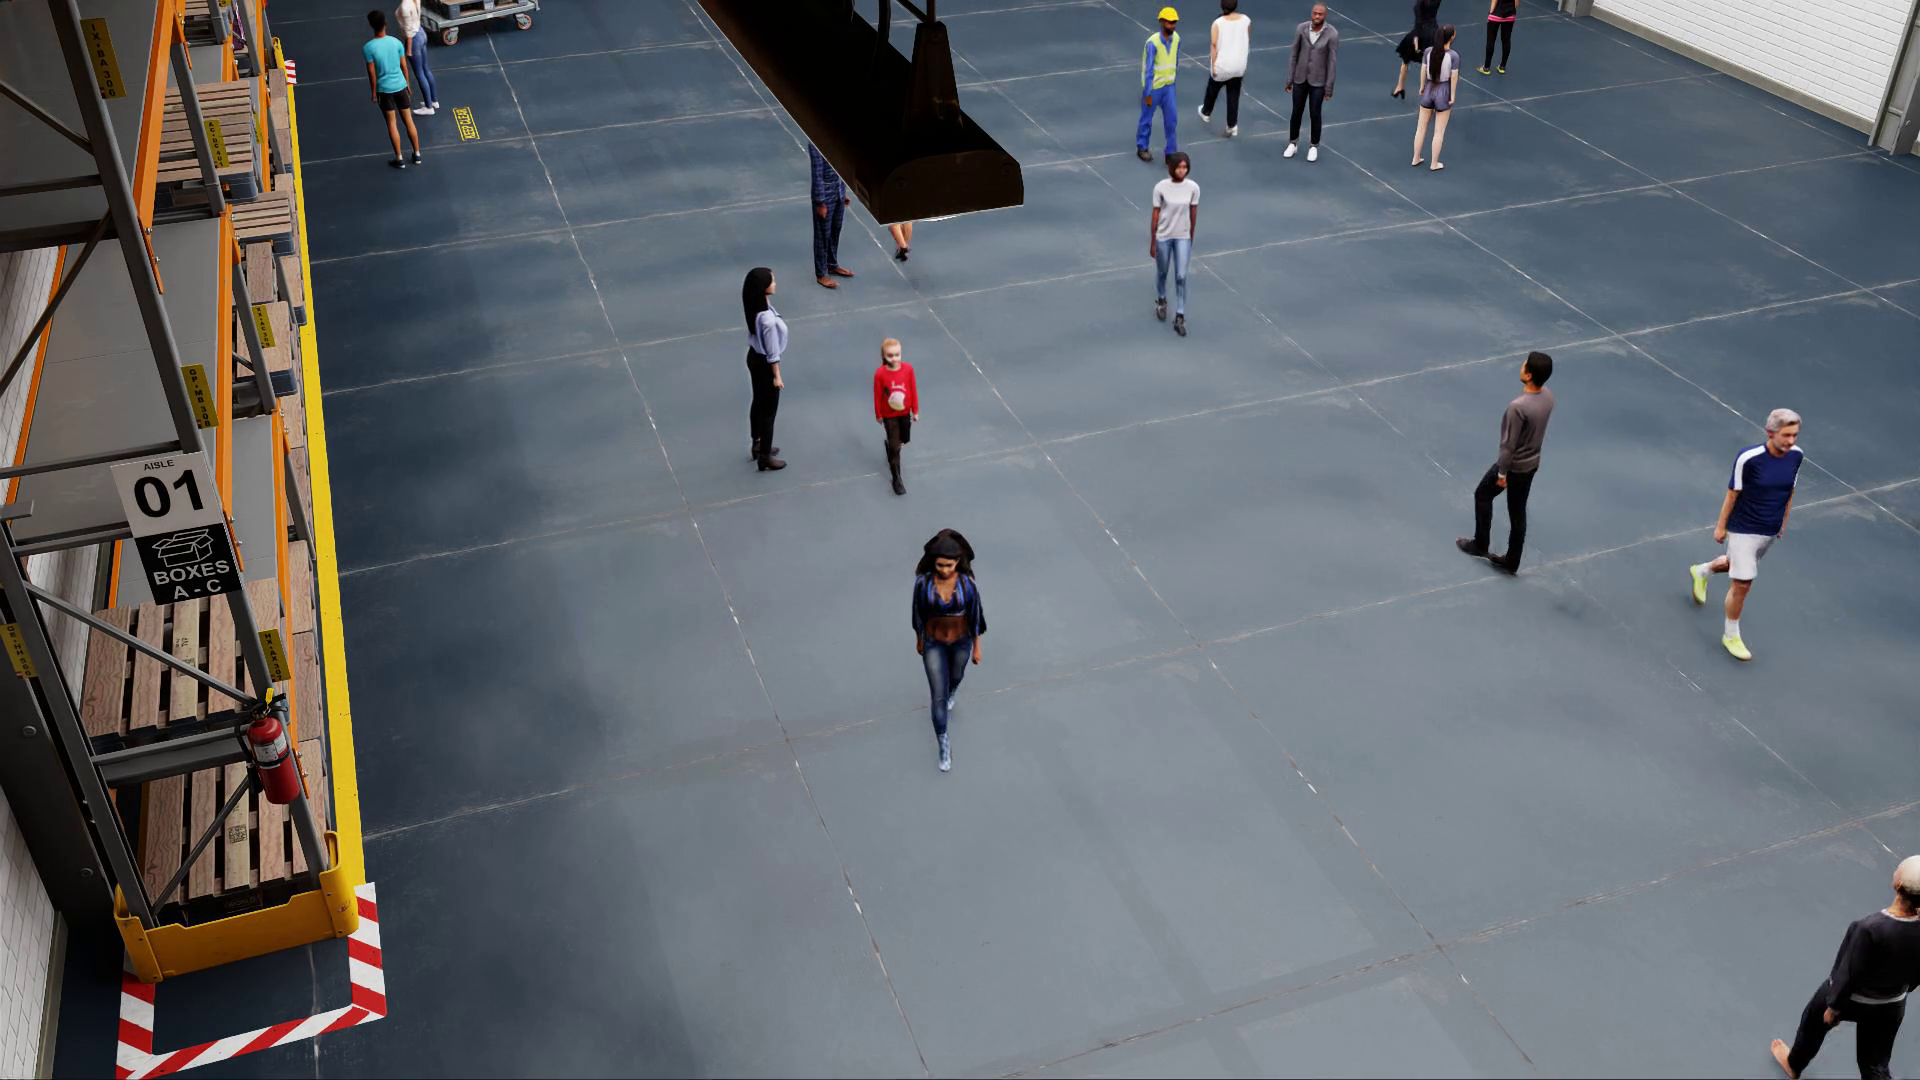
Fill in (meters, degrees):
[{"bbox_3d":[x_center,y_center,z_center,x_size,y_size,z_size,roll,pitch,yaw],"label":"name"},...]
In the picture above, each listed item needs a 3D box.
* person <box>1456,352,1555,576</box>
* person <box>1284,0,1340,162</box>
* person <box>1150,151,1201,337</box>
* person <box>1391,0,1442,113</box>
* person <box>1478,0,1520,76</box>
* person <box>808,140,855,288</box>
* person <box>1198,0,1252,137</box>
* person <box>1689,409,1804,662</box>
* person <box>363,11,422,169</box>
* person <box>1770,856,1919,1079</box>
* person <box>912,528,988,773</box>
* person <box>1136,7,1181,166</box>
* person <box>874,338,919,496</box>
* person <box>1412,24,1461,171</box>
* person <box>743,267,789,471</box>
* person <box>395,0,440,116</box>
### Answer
[{"bbox_3d":[4.101,-0.512,12.061,0.772,1.750,0.846,-18,38,-25],"label":"person"},{"bbox_3d":[4.055,-5.309,19.221,0.772,1.814,0.852,17,37,24],"label":"person"},{"bbox_3d":[1.972,-2.839,15.613,0.819,1.693,1.050,1,34,2],"label":"person"},{"bbox_3d":[5.795,-6.128,20.560,0.678,1.694,1.215,-15,36,-21],"label":"person"},{"bbox_3d":[7.150,-6.934,21.901,0.574,1.553,0.555,-5,34,-8],"label":"person"},{"bbox_3d":[-1.304,-3.421,16.375,0.811,1.819,0.764,17,37,24],"label":"person"},{"bbox_3d":[3.226,-5.673,19.919,0.772,1.646,1.122,-6,34,-9],"label":"person"},{"bbox_3d":[5.401,-0.135,11.440,0.735,1.809,1.178,-7,34,-11],"label":"person"},{"bbox_3d":[-6.491,-5.151,19.016,0.675,1.776,0.618,-22,39,-29],"label":"person"},{"bbox_3d":[4.395,2.237,7.975,0.828,1.695,1.142,-2,34,-3],"label":"person"},{"bbox_3d":[-0.075,0.613,10.516,0.829,1.586,1.103,-1,34,-1],"label":"person"},{"bbox_3d":[2.238,-5.232,19.132,0.837,1.783,1.066,-19,38,-26],"label":"person"},{"bbox_3d":[-0.522,-1.041,13.294,0.533,1.266,0.850,-14,36,-20],"label":"person"},{"bbox_3d":[5.443,-5.064,18.999,0.616,1.650,0.732,25,41,32],"label":"person"},{"bbox_3d":[-1.583,-1.382,13.376,0.715,1.743,0.525,-15,37,-22],"label":"person"},{"bbox_3d":[-6.718,-6.144,20.554,0.741,1.728,0.602,3,34,4],"label":"person"}]
